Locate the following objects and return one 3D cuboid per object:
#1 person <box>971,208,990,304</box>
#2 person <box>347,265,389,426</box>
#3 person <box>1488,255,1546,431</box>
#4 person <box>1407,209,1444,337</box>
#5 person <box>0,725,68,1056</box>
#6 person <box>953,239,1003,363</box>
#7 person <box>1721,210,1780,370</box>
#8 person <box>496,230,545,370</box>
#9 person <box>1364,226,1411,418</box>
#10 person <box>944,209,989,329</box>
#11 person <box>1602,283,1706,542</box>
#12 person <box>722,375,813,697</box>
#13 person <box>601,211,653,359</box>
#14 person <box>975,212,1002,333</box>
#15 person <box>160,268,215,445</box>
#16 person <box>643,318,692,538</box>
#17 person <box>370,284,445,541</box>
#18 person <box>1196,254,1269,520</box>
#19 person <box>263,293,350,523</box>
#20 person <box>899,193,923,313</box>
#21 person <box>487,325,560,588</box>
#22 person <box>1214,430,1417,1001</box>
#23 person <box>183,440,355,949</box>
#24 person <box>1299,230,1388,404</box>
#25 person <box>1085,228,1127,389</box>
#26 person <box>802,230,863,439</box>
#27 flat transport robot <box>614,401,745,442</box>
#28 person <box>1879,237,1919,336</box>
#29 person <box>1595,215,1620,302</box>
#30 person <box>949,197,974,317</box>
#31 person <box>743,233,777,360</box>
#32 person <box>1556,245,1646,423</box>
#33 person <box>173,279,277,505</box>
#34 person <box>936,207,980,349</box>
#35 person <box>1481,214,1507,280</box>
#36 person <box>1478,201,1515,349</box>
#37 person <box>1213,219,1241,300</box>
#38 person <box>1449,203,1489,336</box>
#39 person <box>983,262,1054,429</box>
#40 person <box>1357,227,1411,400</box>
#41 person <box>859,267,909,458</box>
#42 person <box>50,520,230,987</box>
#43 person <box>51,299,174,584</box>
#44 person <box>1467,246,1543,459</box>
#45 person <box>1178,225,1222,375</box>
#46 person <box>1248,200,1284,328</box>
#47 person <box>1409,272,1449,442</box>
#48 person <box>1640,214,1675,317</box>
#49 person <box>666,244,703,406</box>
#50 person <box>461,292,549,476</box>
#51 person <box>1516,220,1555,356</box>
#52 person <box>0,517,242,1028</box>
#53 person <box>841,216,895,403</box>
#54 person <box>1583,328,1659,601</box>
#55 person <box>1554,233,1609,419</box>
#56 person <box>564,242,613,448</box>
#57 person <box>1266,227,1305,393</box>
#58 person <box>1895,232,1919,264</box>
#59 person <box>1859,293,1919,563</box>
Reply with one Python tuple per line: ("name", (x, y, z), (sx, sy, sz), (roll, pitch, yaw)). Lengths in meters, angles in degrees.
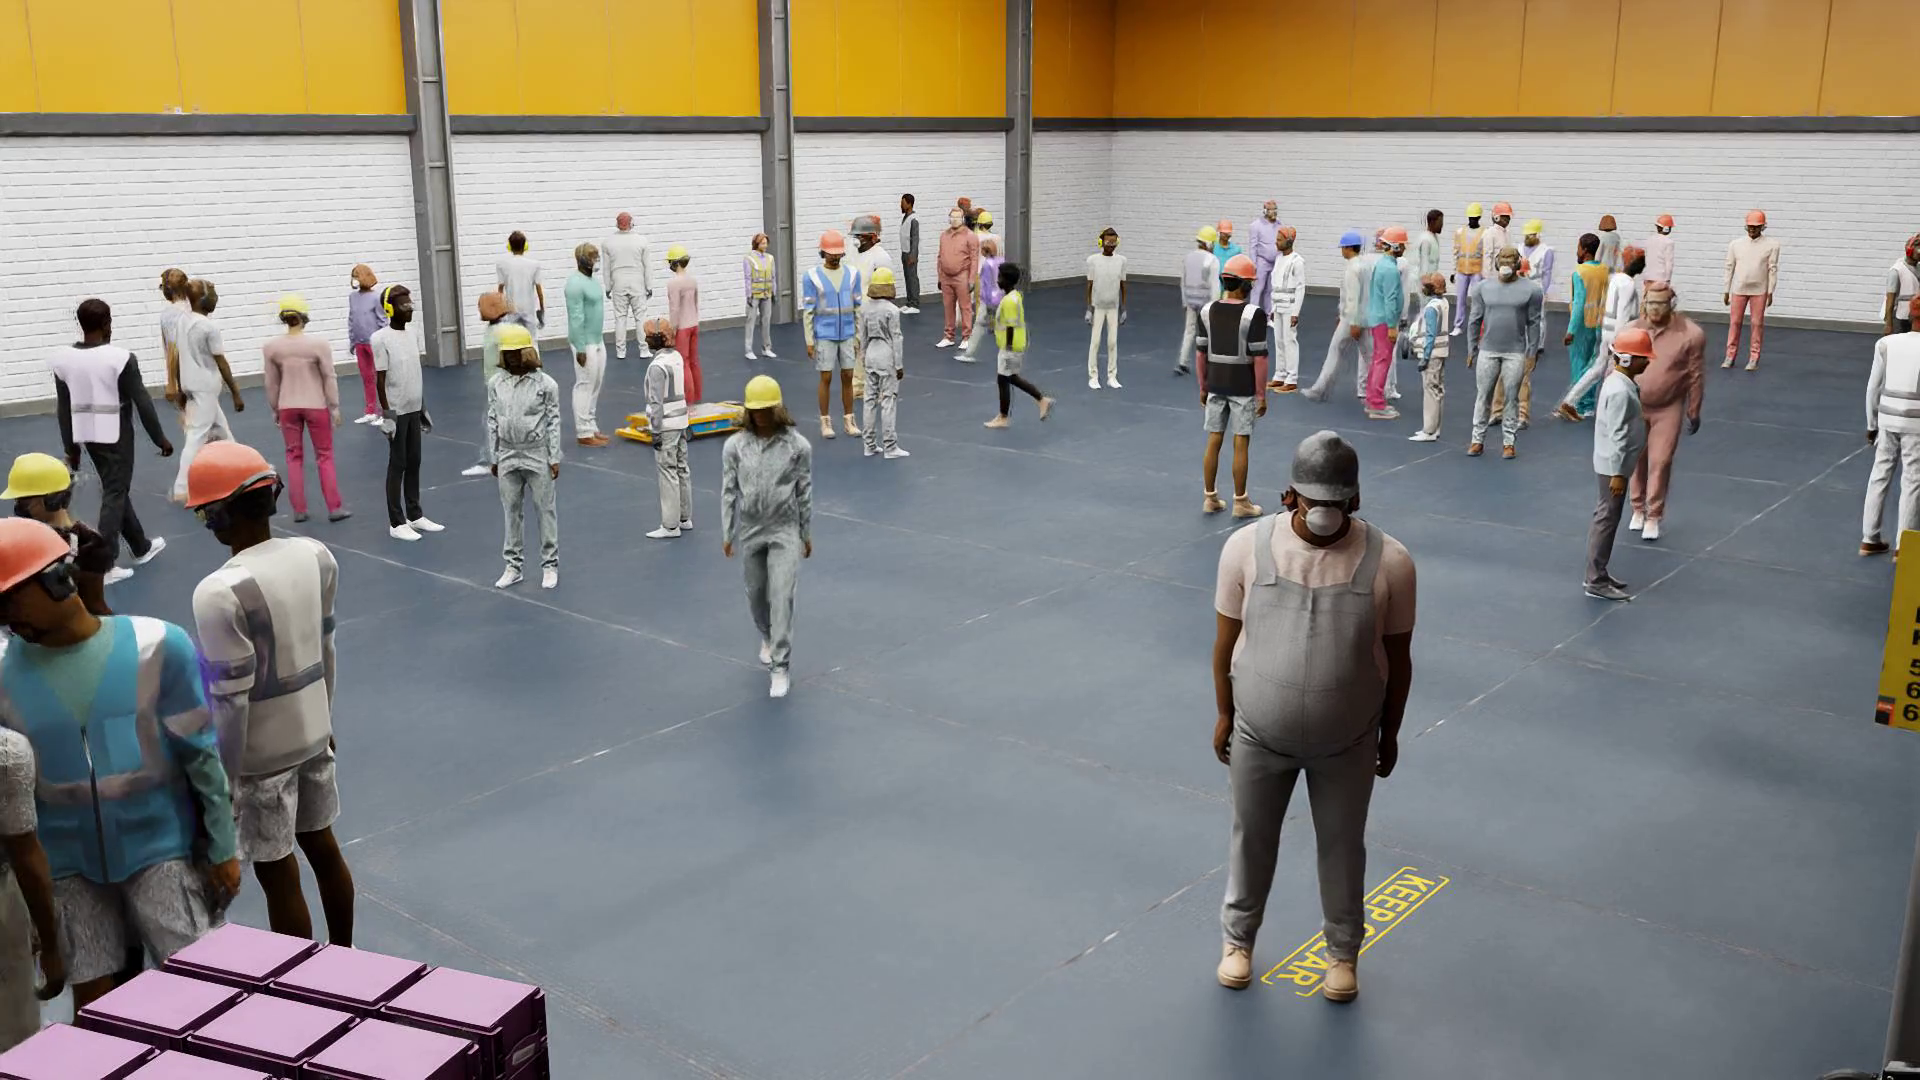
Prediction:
("person", (0.323, -4.805, 28.202), (0.507, 1.631, 0.266), (12, 18, 39))
("person", (-6.037, -1.969, 16.905), (0.514, 1.630, 0.426), (7, 16, 26))
("person", (5.543, -1.980, 16.672), (0.342, 1.747, 0.573), (-13, 19, -41))
("person", (6.317, -3.492, 22.405), (0.456, 1.902, 0.624), (6, 15, 24))
("person", (-2.639, 1.057, 4.376), (0.529, 1.826, 0.448), (0, 14, -1))
("person", (0.381, -3.037, 21.221), (0.877, 1.588, 0.535), (5, 15, 20))
("person", (9.824, -3.107, 20.717), (0.608, 1.987, 0.406), (10, 17, 34))
("person", (-4.964, -2.552, 18.763), (0.528, 1.857, 0.473), (-4, 15, -17))
("person", (4.465, -2.275, 17.388), (0.401, 1.986, 0.619), (1, 14, 5))
("person", (0.124, -4.077, 24.996), (0.703, 1.771, 0.971), (4, 14, 14))
("person", (5.071, -0.944, 12.268), (0.674, 1.875, 0.826), (9, 17, 33))
("person", (-1.042, -0.067, 9.118), (0.505, 1.716, 0.756), (0, 14, 2))
("person", (-4.313, -3.308, 21.659), (0.639, 1.912, 0.407), (-1, 14, -2))
("person", (0.370, -3.886, 24.255), (0.531, 1.772, 0.301), (-7, 16, -26))
("person", (-6.495, -1.360, 14.003), (0.327, 1.844, 0.514), (3, 14, 12))
("person", (-2.164, -0.826, 12.308), (0.313, 1.634, 0.514), (2, 14, 9))
("person", (-4.092, -0.942, 12.276), (0.328, 1.877, 0.510), (4, 15, 16))
("person", (2.119, -1.177, 12.878), (0.611, 2.041, 0.379), (11, 18, 38))
("person", (-5.023, -1.006, 12.760), (0.533, 1.766, 0.334), (0, 14, -1))
("person", (-0.810, -4.642, 26.972), (0.392, 1.920, 0.593), (-5, 15, -18))
("person", (-2.864, -0.539, 10.930), (0.484, 1.744, 0.295), (1, 14, 5))
("person", (1.200, 0.607, 5.749), (0.682, 2.000, 0.535), (4, 15, 15))
("person", (-2.289, 0.674, 5.496), (0.392, 2.033, 0.605), (3, 14, 13))
("person", (4.280, -2.416, 18.152), (0.971, 1.892, 0.588), (10, 17, 34))
("person", (1.691, -2.671, 19.227), (0.500, 1.862, 0.327), (-2, 14, -9))
("person", (-1.216, -1.987, 16.155), (0.607, 2.029, 0.405), (-7, 15, -25))
("flat transport robot", (-2.637, -1.175, 16.458), (0.652, 0.197, 1.431), (13, 19, 43))
("person", (10.223, -2.375, 18.087), (0.563, 1.837, 0.386), (-8, 16, -29))
("person", (10.029, -4.230, 25.896), (0.500, 1.636, 0.282), (-8, 16, -30))
("person", (0.025, -4.519, 26.571), (0.343, 1.878, 0.583), (8, 16, 29))
("person", (-2.609, -3.173, 21.700), (0.318, 1.632, 0.507), (13, 19, 43))
("person", (6.623, -2.067, 16.877), (0.993, 1.846, 0.595), (1, 14, 6))
("person", (-6.087, -1.223, 13.563), (0.544, 1.787, 0.986), (11, 18, 37))
("person", (-0.058, -3.566, 22.685), (0.648, 1.912, 0.409), (9, 17, 33))
("person", (7.458, -3.673, 23.247), (0.326, 1.843, 0.515), (13, 19, 42))
("person", (7.291, -3.584, 22.587), (0.382, 1.993, 0.622), (13, 19, 41))
("person", (3.567, -3.481, 22.659), (0.562, 1.754, 0.325), (-2, 14, -10))
("person", (7.337, -3.869, 23.892), (0.592, 1.918, 0.397), (13, 19, 41))
("person", (0.588, -1.937, 16.638), (0.634, 1.684, 0.541), (2, 14, 8))
("person", (4.675, -2.507, 18.477), (0.639, 1.903, 0.409), (7, 16, 27))
("person", (-0.701, -1.624, 15.270), (0.490, 1.742, 0.297), (11, 18, 38))
("person", (-2.407, 0.884, 4.905), (0.651, 1.917, 0.406), (5, 15, 20))
("person", (-5.691, -0.688, 11.257), (0.608, 1.879, 0.855), (3, 14, 13))
("person", (4.962, -1.714, 15.227), (0.637, 1.938, 0.355), (6, 15, 22))
("person", (2.940, -2.889, 20.165), (0.404, 1.834, 0.605), (-12, 18, -40))
("person", (4.612, -4.118, 24.897), (0.639, 1.911, 0.406), (-8, 16, -28))
("person", (4.551, -1.766, 16.046), (0.311, 1.639, 0.512), (7, 16, 27))
("person", (10.041, -3.791, 23.904), (0.342, 1.751, 0.563), (-4, 15, -17))
("person", (-2.973, -2.266, 17.787), (0.325, 1.767, 0.533), (5, 15, 20))
("person", (-3.996, -1.390, 14.625), (0.823, 1.600, 0.509), (-7, 16, -27))
("person", (7.420, -3.278, 21.776), (0.910, 1.784, 0.610), (-11, 18, -38))
("person", (-2.329, 0.910, 4.682), (0.761, 1.982, 0.451), (-5, 15, -19))
("person", (-1.069, -2.522, 18.251), (0.538, 2.000, 0.690), (-13, 19, -41))
("person", (4.261, -0.495, 10.738), (0.336, 1.747, 0.575), (5, 15, 19))
("person", (6.493, -2.214, 17.271), (0.598, 1.917, 0.375), (-13, 19, -42))
("person", (-3.523, -1.847, 15.768), (0.358, 1.937, 0.635), (2, 14, 7))
("person", (3.709, -2.619, 18.957), (0.337, 1.882, 0.584), (-4, 15, -16))
("person", (10.834, -2.589, 18.916), (0.508, 1.846, 0.345), (9, 16, 31))
("person", (6.616, -0.782, 11.617), (0.337, 1.882, 0.585), (-8, 16, -28))
